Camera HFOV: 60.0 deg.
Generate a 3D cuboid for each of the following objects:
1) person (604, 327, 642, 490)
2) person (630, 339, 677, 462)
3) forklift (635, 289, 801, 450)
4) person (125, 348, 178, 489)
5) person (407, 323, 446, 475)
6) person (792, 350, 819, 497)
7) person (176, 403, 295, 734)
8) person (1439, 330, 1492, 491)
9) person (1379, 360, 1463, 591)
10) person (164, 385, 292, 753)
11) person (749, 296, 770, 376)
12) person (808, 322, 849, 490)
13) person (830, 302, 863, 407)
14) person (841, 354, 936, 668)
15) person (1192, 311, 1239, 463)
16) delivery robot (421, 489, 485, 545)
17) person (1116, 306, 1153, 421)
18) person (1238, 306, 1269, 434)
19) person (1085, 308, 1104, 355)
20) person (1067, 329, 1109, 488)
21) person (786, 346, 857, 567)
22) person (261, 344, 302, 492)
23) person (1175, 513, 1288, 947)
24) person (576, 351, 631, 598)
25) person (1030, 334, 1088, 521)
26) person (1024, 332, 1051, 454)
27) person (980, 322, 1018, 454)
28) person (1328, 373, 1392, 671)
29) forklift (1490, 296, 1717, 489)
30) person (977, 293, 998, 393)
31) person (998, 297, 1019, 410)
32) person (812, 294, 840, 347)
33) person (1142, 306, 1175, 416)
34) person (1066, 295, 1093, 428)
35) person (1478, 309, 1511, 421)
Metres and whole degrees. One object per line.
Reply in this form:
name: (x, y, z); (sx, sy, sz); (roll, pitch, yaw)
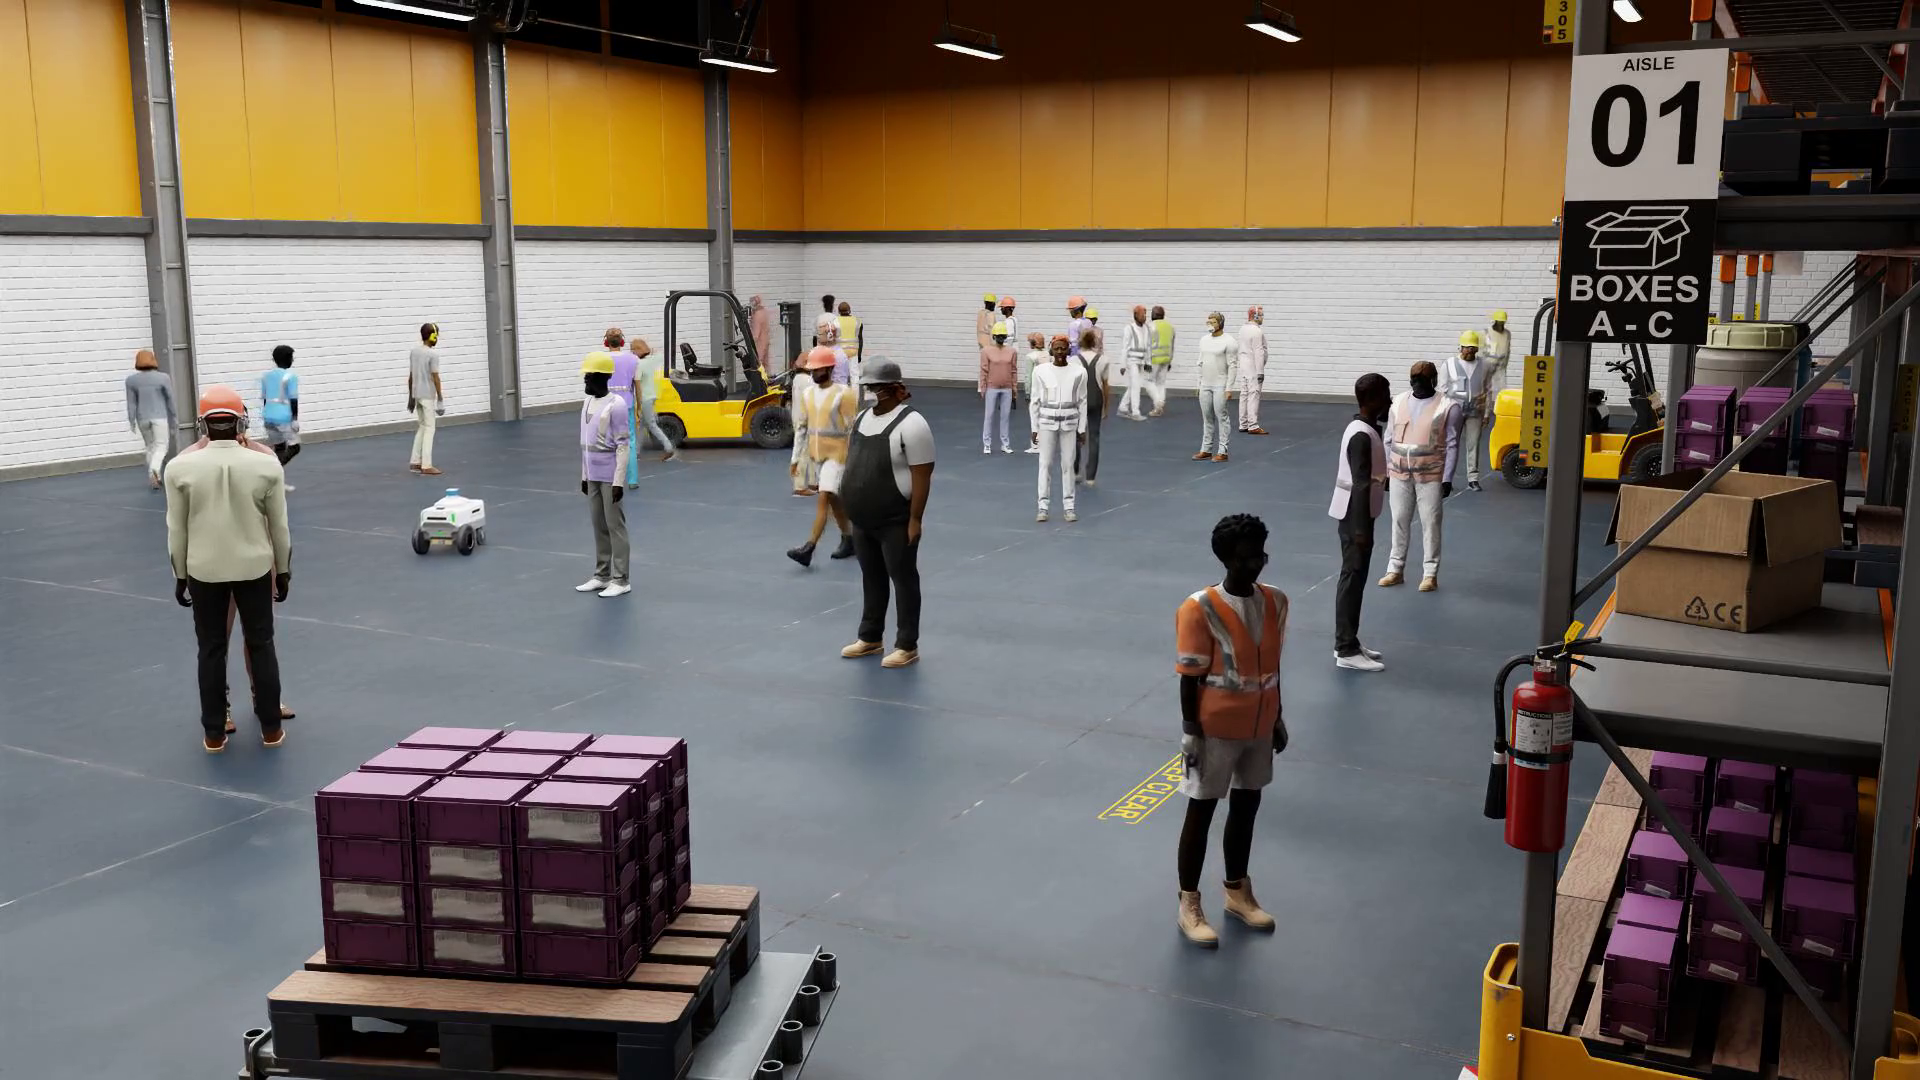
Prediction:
person: (-3.876, -1.473, 18.811); (0.565, 1.849, 0.388); (-3, 10, -16)
person: (-4.005, -1.800, 21.457); (0.810, 1.594, 0.505); (3, 10, 15)
forklift: (-3.358, -2.392, 23.136); (2.313, 2.155, 1.214); (-1, 10, -5)
person: (-9.200, -1.369, 18.892); (0.492, 1.612, 0.699); (-1, 10, -7)
person: (-6.470, -1.709, 20.207); (0.570, 1.847, 0.428); (8, 12, 37)
person: (-1.599, -1.284, 18.394); (0.567, 1.618, 0.509); (-4, 11, -22)
person: (-4.094, 0.119, 9.430); (0.410, 1.909, 0.643); (7, 12, 36)
person: (5.705, -1.457, 18.799); (0.595, 1.823, 0.403); (1, 10, 4)
person: (3.661, -0.516, 13.300); (0.627, 1.843, 0.429); (7, 12, 36)
person: (-3.939, 0.157, 8.999); (0.608, 1.987, 0.407); (-5, 11, -27)
person: (-3.879, -3.771, 32.074); (0.399, 1.875, 0.789); (1, 10, 6)
person: (-1.504, -1.513, 18.878); (0.409, 1.909, 0.641); (-5, 11, -26)
person: (-2.001, -3.228, 29.009); (0.623, 1.840, 0.430); (-4, 10, -20)
person: (-0.512, -0.192, 10.840); (0.536, 2.000, 0.681); (-9, 13, -42)
person: (3.286, -1.966, 21.412); (0.373, 1.940, 0.629); (-8, 13, -39)
delivery robot: (-4.579, -0.218, 15.021); (0.477, 0.478, 0.707); (1, 10, 6)
person: (2.773, -2.859, 26.865); (0.706, 1.856, 0.594); (9, 13, 42)
person: (4.375, -2.526, 24.742); (0.407, 1.908, 0.641); (-3, 10, -15)
person: (2.216, -3.033, 28.089); (0.533, 1.767, 0.326); (-6, 11, -29)
person: (1.465, -1.539, 19.297); (0.506, 1.805, 0.886); (-1, 10, -3)
person: (-1.211, -0.721, 14.348); (0.574, 1.881, 0.992); (7, 12, 36)
person: (-7.578, -1.335, 18.497); (0.564, 1.670, 0.469); (6, 12, 32)
person: (1.066, 0.730, 6.500); (0.540, 1.695, 0.317); (-6, 11, -31)
person: (-2.802, -0.518, 13.052); (0.364, 1.930, 0.588); (-9, 13, -42)
person: (0.992, -1.121, 16.682); (0.574, 1.882, 0.356); (0, 10, -1)
person: (1.054, -1.972, 22.354); (0.322, 1.630, 0.515); (9, 13, 42)
person: (0.530, -2.030, 22.278); (0.533, 1.767, 0.327); (-3, 10, -16)
person: (2.601, -0.128, 10.825); (0.398, 1.920, 0.588); (2, 10, 14)
forklift: (7.296, -1.677, 18.993); (2.313, 2.155, 1.214); (5, 11, 27)
person: (0.530, -3.759, 31.834); (0.384, 1.923, 0.590); (-5, 11, -26)
person: (0.828, -3.206, 28.585); (0.360, 1.939, 0.543); (1, 10, 8)
person: (-2.308, -3.342, 29.300); (0.631, 1.963, 0.361); (2, 10, 11)
person: (3.260, -2.929, 27.344); (0.665, 1.823, 0.454); (-6, 12, -32)
person: (1.792, -2.709, 25.413); (0.375, 2.042, 0.608); (5, 11, 28)
person: (8.497, -2.764, 26.451); (0.599, 1.798, 0.617); (-2, 10, -9)
